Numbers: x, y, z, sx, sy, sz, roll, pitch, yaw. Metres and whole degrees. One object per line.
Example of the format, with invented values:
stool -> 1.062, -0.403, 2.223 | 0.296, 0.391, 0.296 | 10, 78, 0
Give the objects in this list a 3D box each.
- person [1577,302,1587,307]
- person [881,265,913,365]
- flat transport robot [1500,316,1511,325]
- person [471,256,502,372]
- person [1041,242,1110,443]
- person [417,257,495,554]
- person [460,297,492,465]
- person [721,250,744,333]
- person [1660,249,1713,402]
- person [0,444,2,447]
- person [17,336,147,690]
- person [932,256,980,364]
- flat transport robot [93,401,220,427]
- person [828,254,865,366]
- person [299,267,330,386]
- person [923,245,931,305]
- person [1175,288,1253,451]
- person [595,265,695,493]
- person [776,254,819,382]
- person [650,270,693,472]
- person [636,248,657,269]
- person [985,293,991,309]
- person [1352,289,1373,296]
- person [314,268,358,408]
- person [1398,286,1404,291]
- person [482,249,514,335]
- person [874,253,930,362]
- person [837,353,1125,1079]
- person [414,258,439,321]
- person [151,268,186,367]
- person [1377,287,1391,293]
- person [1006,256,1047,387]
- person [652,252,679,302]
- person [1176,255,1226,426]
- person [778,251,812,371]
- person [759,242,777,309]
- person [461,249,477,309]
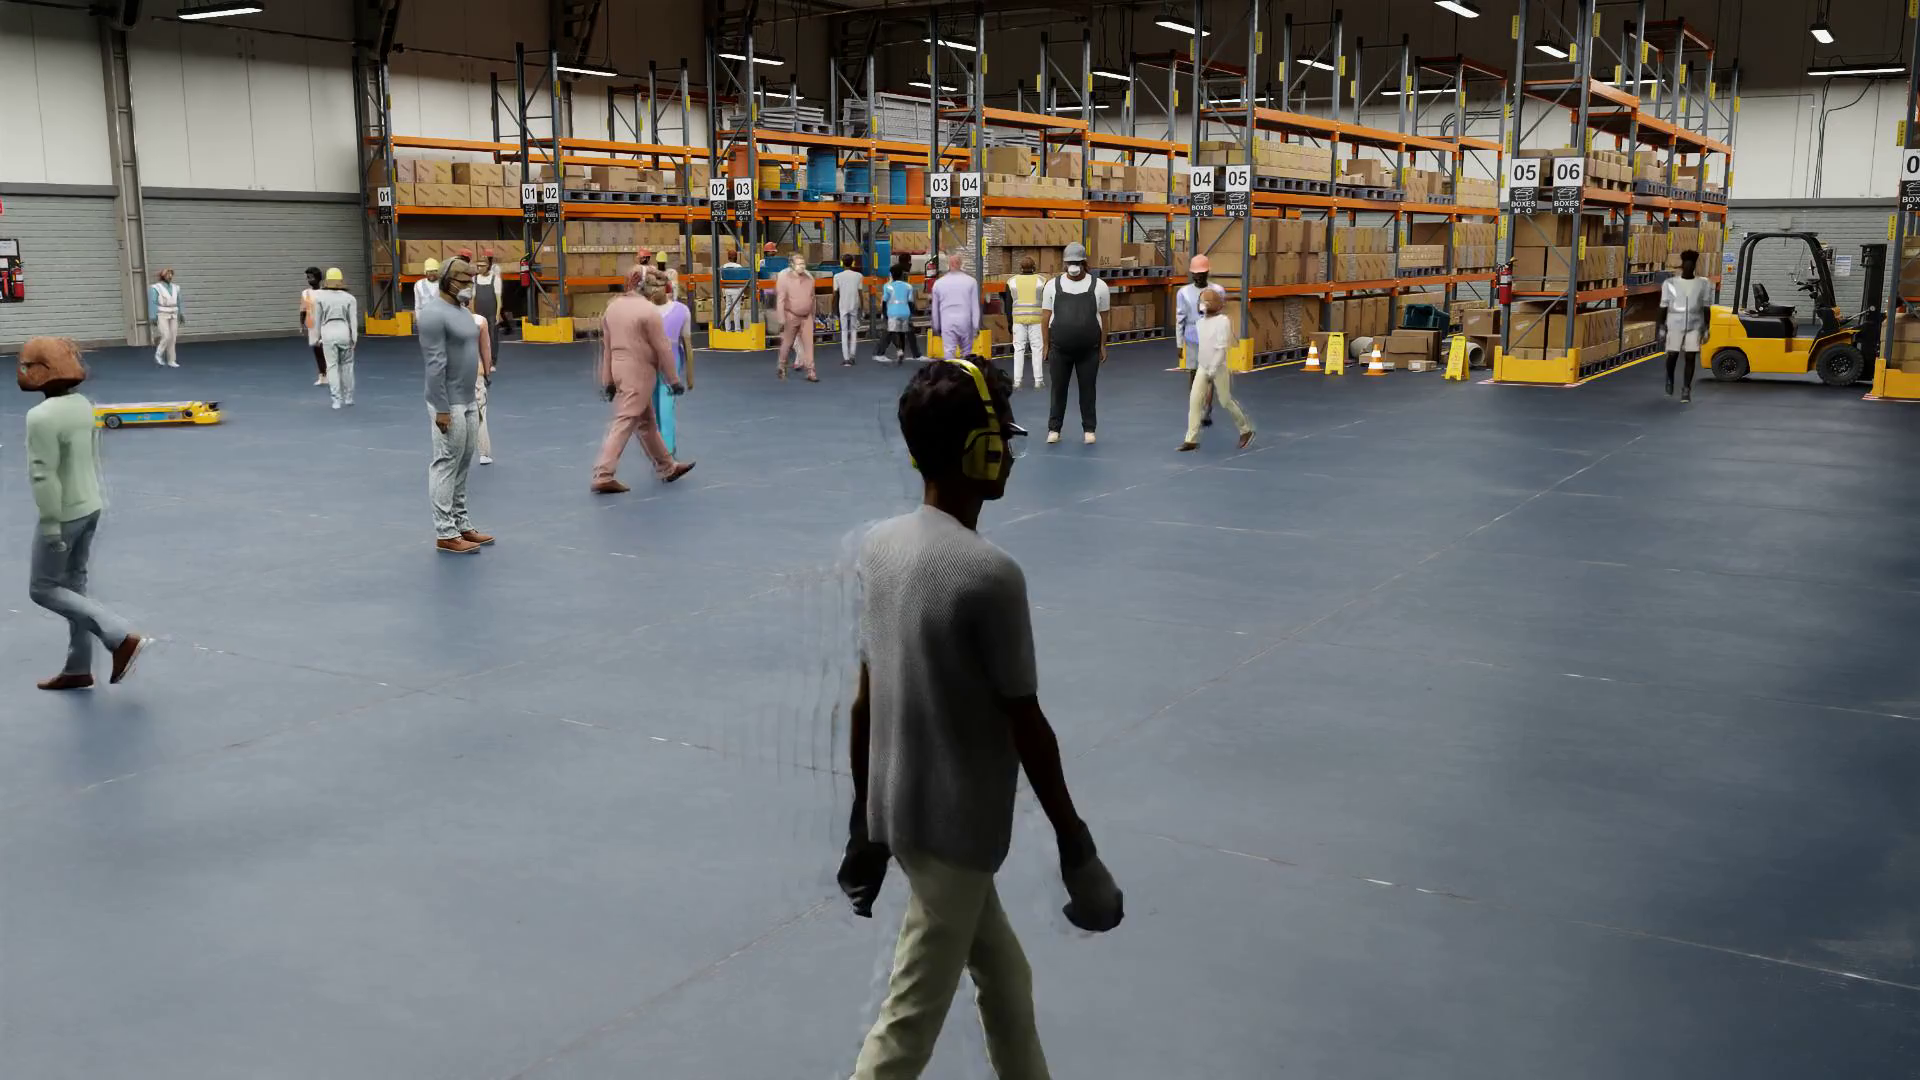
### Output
person -> 14.863, -6.038, 39.714 | 0.613, 1.971, 0.855 | 5, 11, 28
person -> -1.000, -3.745, 27.703 | 0.534, 1.668, 0.729 | -5, 11, -25
flat transport robot -> 13.404, -5.380, 40.782 | 0.652, 0.197, 1.431 | 1, 10, 8
person -> -7.393, -3.499, 25.935 | 0.506, 1.817, 0.723 | -1, 10, -3
person -> 1.160, -1.984, 16.800 | 0.688, 2.000, 0.536 | 1, 10, 5
person -> -3.317, -0.883, 10.939 | 0.371, 1.933, 0.627 | 1, 10, 4
person -> -4.520, -1.483, 15.128 | 0.515, 1.636, 0.314 | -3, 11, -16
person -> -4.895, -5.320, 35.931 | 0.578, 1.883, 0.353 | 6, 12, 30
person -> 9.273, -2.735, 21.275 | 0.619, 1.952, 0.476 | 3, 11, 18
person -> -9.559, -1.653, 16.092 | 0.370, 1.636, 0.537 | -1, 10, -8
person -> -3.949, -0.101, 7.441 | 0.477, 1.620, 0.504 | 0, 10, 0
person -> -0.041, -2.918, 22.570 | 0.655, 1.845, 1.023 | 1, 10, 6
flat transport robot -> -9.061, -1.411, 18.549 | 1.431, 0.197, 0.652 | -4, 11, -20
person -> -1.896, -3.822, 27.642 | 0.579, 1.844, 0.580 | -3, 11, -15
person -> -9.076, -3.000, 23.477 | 0.561, 1.681, 0.413 | 3, 11, 17
person -> -0.595, -6.309, 41.099 | 0.621, 2.024, 0.858 | 5, 11, 27
person -> 2.518, -1.670, 16.287 | 0.825, 1.597, 0.495 | -7, 12, -34
person -> -2.612, -1.323, 13.664 | 1.061, 1.837, 0.649 | -9, 14, -42
person -> -2.432, -3.284, 24.589 | 0.658, 1.868, 0.972 | -6, 12, -30
person -> -2.707, -1.556, 15.134 | 0.551, 1.802, 0.991 | 1, 10, 7
person -> -5.990, -4.596, 31.718 | 0.553, 1.935, 0.365 | 6, 12, 30
person -> 0.334, -4.701, 32.569 | 0.596, 1.837, 0.946 | 5, 11, 25
person -> 9.751, -6.079, 40.326 | 0.652, 1.829, 0.442 | 9, 14, 42
person -> -7.744, -2.507, 20.661 | 0.500, 1.709, 0.829 | -4, 11, -23
person -> 11.148, -6.391, 42.033 | 0.494, 1.845, 0.626 | -5, 11, -24
person -> -10.219, -5.421, 36.447 | 0.546, 1.909, 0.936 | 6, 12, 30
person -> -1.021, -3.969, 28.435 | 0.976, 1.869, 0.571 | -1, 10, -8
person -> 0.011, 0.560, 3.182 | 0.983, 1.821, 0.512 | -5, 11, -26
person -> -7.892, -3.338, 25.035 | 0.602, 1.806, 0.702 | -3, 10, -14
person -> -12.928, -3.625, 27.153 | 0.361, 1.624, 0.531 | 4, 11, 23
person -> 10.475, -6.183, 41.002 | 0.627, 1.790, 0.954 | 8, 13, 38
person -> 0.958, -3.058, 23.381 | 0.626, 1.844, 0.429 | 1, 10, 8
person -> -5.564, -4.471, 31.229 | 0.585, 1.876, 1.006 | -1, 10, -5
person -> 2.682, -2.222, 18.553 | 0.554, 1.884, 0.943 | 1, 10, 7
person -> -2.553, -3.652, 26.541 | 0.652, 1.910, 0.671 | -9, 14, -42
person -> -3.910, -5.129, 34.410 | 0.389, 2.041, 0.614 | 10, 14, 43
person -> -10.878, -5.485, 36.871 | 0.542, 1.883, 0.927 | 4, 11, 20
